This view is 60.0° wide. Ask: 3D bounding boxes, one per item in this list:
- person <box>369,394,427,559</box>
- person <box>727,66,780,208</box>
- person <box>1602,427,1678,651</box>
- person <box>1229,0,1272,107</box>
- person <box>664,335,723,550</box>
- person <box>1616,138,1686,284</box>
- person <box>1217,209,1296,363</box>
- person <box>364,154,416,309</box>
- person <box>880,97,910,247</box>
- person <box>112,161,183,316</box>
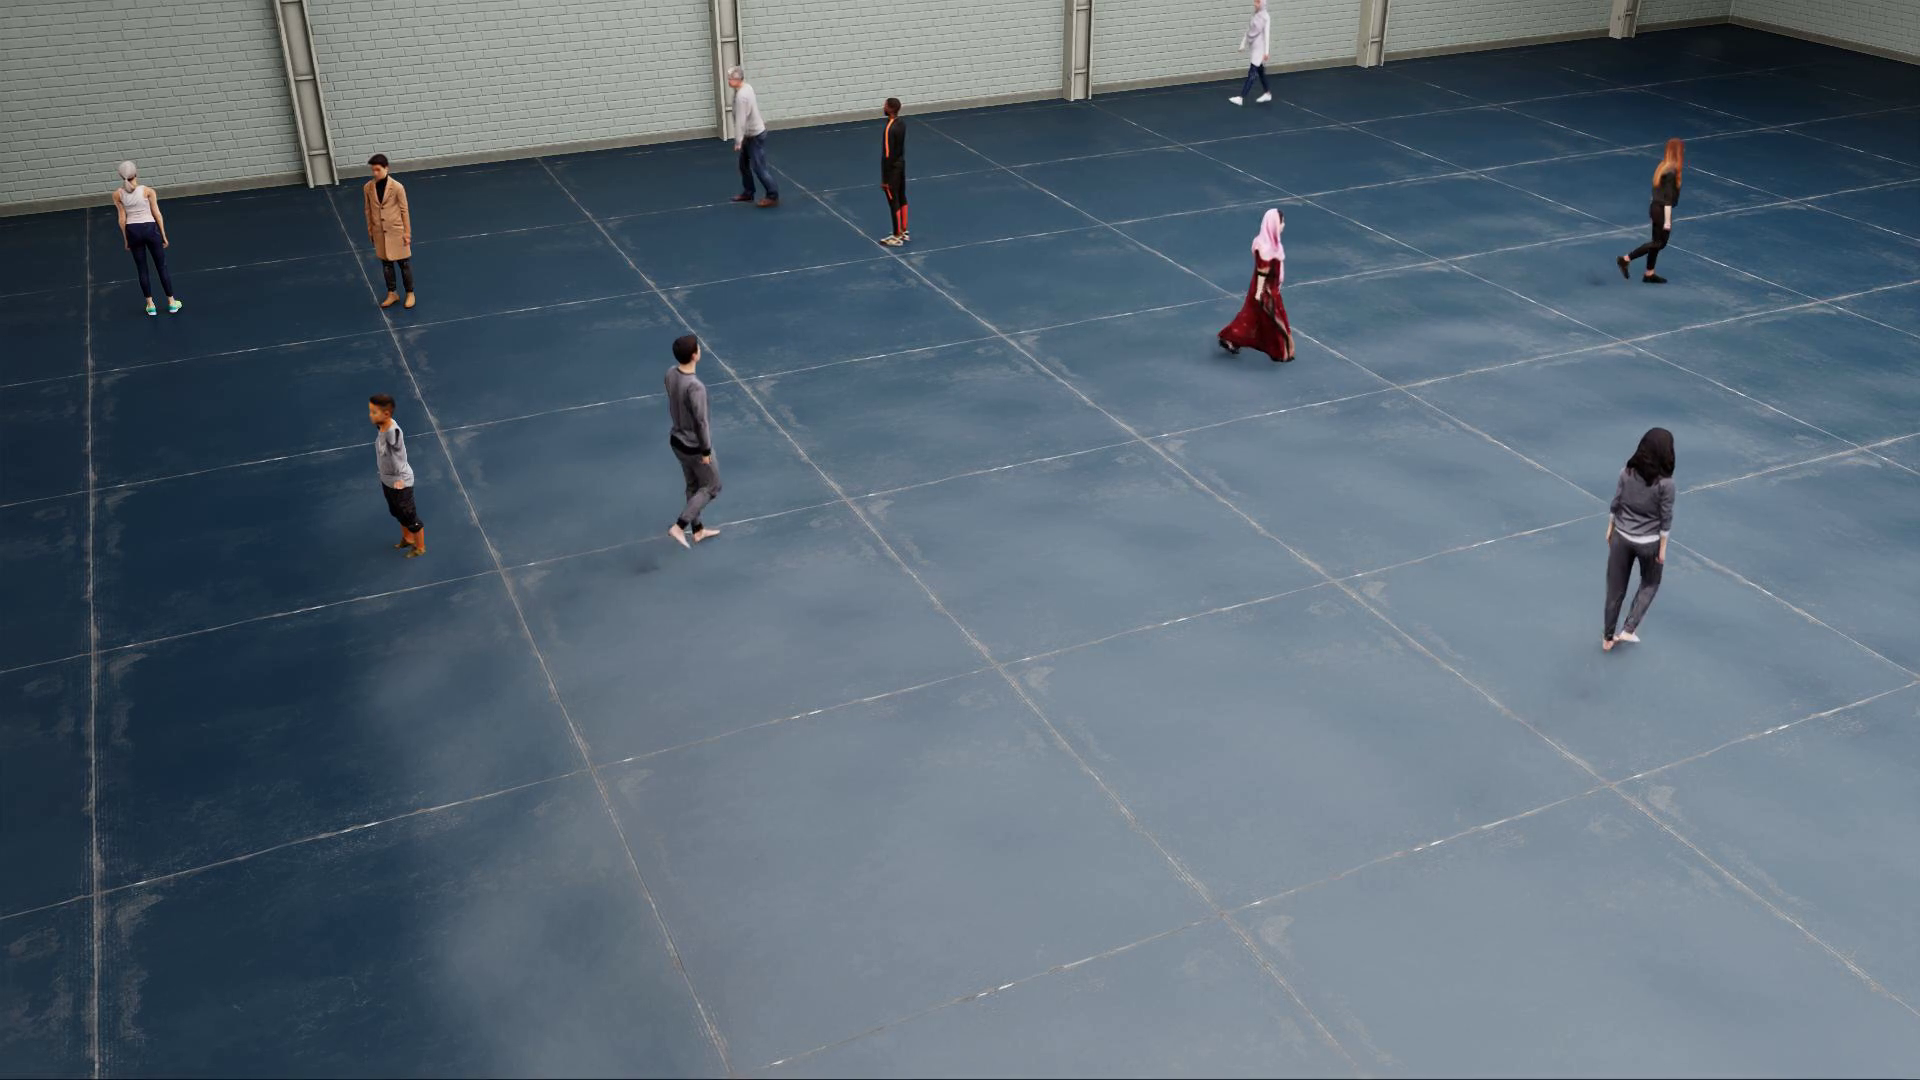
[{"bbox_3d":[-4.557,-0.567,13.428,0.569,1.453,0.607,-22,35,-35],"label":"person"},{"bbox_3d":[-2.663,-5.292,21.877,1.016,1.849,0.917,1,28,3],"label":"person"},{"bbox_3d":[4.827,0.049,11.951,0.717,1.753,0.738,22,35,36],"label":"person"},{"bbox_3d":[4.886,-7.910,26.922,1.102,1.729,0.631,-12,30,-21],"label":"person"},{"bbox_3d":[-2.222,-0.756,13.383,0.897,1.828,0.823,-24,36,-37],"label":"person"},{"bbox_3d":[7.989,-3.771,19.181,0.988,1.699,0.888,5,28,9],"label":"person"},{"bbox_3d":[3.044,-2.596,17.081,1.150,1.599,1.035,6,29,11],"label":"person"},{"bbox_3d":[-6.367,-3.470,18.585,0.727,1.728,0.817,3,28,6],"label":"person"},{"bbox_3d":[-0.807,-4.568,20.562,0.763,1.807,0.693,11,30,20],"label":"person"},{"bbox_3d":[-9.006,-3.335,18.360,0.490,1.702,0.669,-9,29,-17],"label":"person"}]
